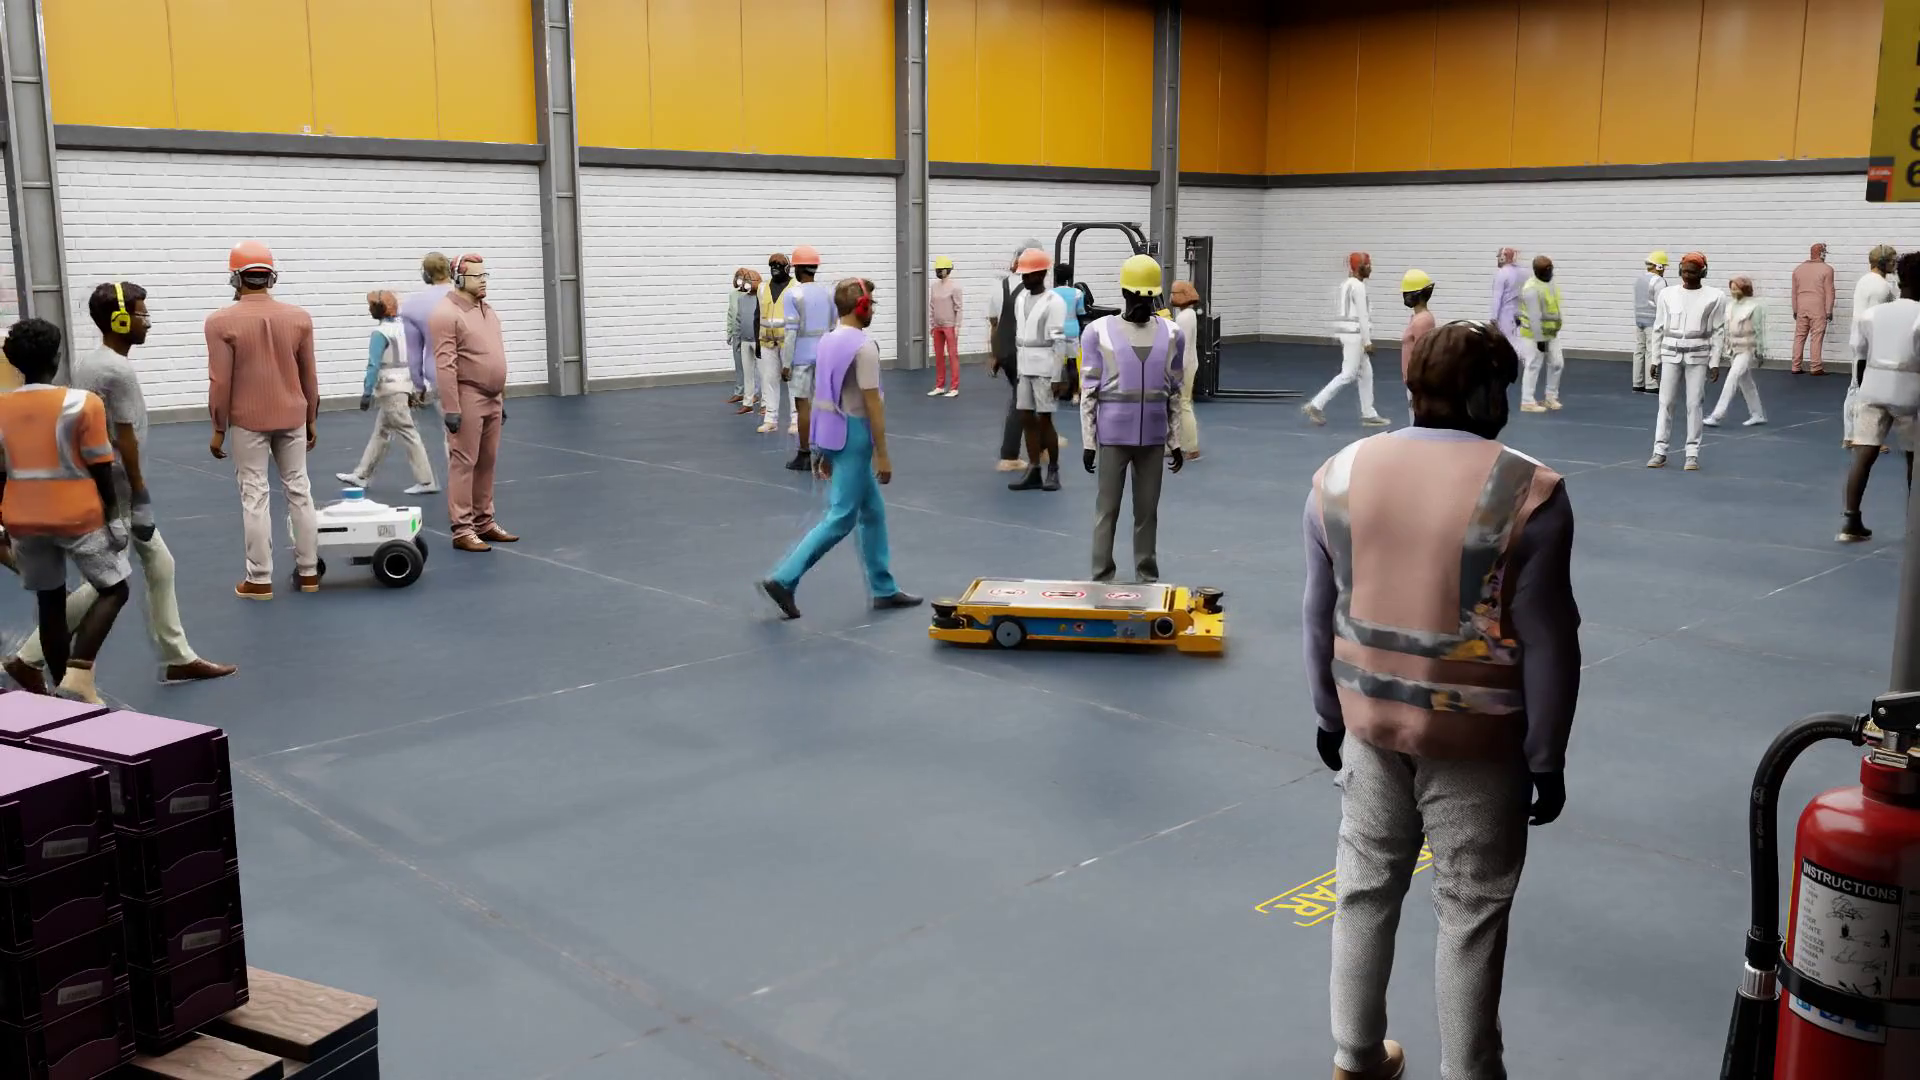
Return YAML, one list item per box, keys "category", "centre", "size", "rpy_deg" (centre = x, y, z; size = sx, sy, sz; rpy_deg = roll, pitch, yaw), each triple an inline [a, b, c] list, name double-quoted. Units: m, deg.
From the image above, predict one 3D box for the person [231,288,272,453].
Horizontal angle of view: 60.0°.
- category: "person"
  centre: [-6.631, -1.667, 15.610]
  size: [0.489, 1.677, 0.955]
  rpy_deg: [-7, 13, -35]

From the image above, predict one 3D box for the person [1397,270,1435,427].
- category: "person"
  centre: [3.467, -1.166, 12.667]
  size: [0.329, 1.763, 0.523]
  rpy_deg: [3, 11, 15]

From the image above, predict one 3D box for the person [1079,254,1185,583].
- category: "person"
  centre: [0.929, -0.554, 8.895]
  size: [0.585, 1.921, 0.373]
  rpy_deg: [-3, 11, -14]

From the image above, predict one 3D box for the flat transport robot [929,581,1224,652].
- category: "flat transport robot"
  centre: [0.602, 0.365, 8.382]
  size: [1.431, 0.197, 0.652]
  rpy_deg: [2, 10, 9]

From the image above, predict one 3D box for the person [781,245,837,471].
- category: "person"
  centre: [-1.319, -1.566, 14.368]
  size: [0.553, 1.934, 0.367]
  rpy_deg: [-9, 14, -40]

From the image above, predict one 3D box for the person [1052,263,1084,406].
- category: "person"
  centre: [1.207, -2.423, 19.715]
  size: [0.567, 1.696, 0.383]
  rpy_deg: [-4, 11, -19]

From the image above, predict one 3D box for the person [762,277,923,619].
- category: "person"
  centre: [-0.642, -0.486, 8.829]
  size: [0.882, 1.809, 0.593]
  rpy_deg: [-5, 11, -24]

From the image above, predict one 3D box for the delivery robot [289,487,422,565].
- category: "delivery robot"
  centre: [-3.512, -0.063, 9.684]
  size: [0.707, 0.478, 0.477]
  rpy_deg: [-3, 11, -13]

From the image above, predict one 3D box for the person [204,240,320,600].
- category: "person"
  centre: [-3.881, -0.663, 9.283]
  size: [0.379, 1.996, 0.610]
  rpy_deg: [10, 14, 43]

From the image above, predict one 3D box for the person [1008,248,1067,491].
- category: "person"
  centre: [0.617, -1.339, 13.181]
  size: [0.456, 1.920, 0.554]
  rpy_deg: [-8, 13, -37]

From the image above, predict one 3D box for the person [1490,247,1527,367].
- category: "person"
  centre: [7.739, -3.176, 23.366]
  size: [0.925, 1.873, 0.657]
  rpy_deg: [9, 14, 40]

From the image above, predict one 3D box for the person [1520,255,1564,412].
- category: "person"
  centre: [6.639, -2.329, 18.940]
  size: [0.713, 1.798, 0.511]
  rpy_deg: [-8, 13, -36]

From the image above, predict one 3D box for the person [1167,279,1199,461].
- category: "person"
  centre: [2.011, -1.526, 14.976]
  size: [0.268, 1.632, 0.506]
  rpy_deg: [2, 11, 12]

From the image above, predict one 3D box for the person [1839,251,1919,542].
- category: "person"
  centre: [6.263, -0.950, 11.070]
  size: [1.011, 1.905, 0.625]
  rpy_deg: [-7, 12, -33]

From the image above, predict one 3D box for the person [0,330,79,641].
- category: "person"
  centre: [-4.611, -0.373, 7.997]
  size: [0.544, 1.895, 0.647]
  rpy_deg: [10, 14, 42]

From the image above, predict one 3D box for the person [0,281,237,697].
- category: "person"
  centre: [-3.745, -0.207, 7.259]
  size: [0.914, 1.833, 0.534]
  rpy_deg: [-8, 13, -36]

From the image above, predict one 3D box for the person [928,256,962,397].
- category: "person"
  centre: [-0.179, -2.673, 20.888]
  size: [0.551, 1.769, 0.366]
  rpy_deg: [10, 14, 43]

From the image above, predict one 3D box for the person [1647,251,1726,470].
- category: "person"
  centre: [6.284, -1.547, 14.412]
  size: [0.573, 1.883, 0.355]
  rpy_deg: [7, 12, 32]

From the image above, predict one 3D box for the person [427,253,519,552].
- category: "person"
  centre: [-3.129, -0.889, 10.758]
  size: [0.409, 1.907, 0.651]
  rpy_deg: [3, 11, 14]

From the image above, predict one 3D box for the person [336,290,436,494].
- category: "person"
  centre: [-4.509, -1.142, 12.963]
  size: [0.844, 1.589, 0.543]
  rpy_deg: [0, 10, 0]

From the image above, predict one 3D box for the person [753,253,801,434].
- category: "person"
  centre: [-1.830, -2.002, 17.002]
  size: [0.633, 1.843, 0.429]
  rpy_deg: [4, 11, 19]

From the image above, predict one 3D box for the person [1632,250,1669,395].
- category: "person"
  centre: [8.795, -2.753, 21.132]
  size: [0.403, 1.831, 0.586]
  rpy_deg: [-2, 11, -11]

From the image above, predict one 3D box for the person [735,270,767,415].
- category: "person"
  centre: [-2.332, -2.227, 18.795]
  size: [0.498, 1.634, 0.279]
  rpy_deg: [6, 12, 29]

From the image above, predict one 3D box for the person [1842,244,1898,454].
- category: "person"
  centre: [8.524, -1.783, 15.547]
  size: [0.373, 1.940, 0.628]
  rpy_deg: [2, 11, 12]

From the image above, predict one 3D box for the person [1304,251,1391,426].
- category: "person"
  centre: [4.120, -2.113, 17.574]
  size: [0.884, 1.860, 0.583]
  rpy_deg: [1, 10, 6]

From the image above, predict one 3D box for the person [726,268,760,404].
- category: "person"
  centre: [-2.607, -2.459, 20.055]
  size: [0.500, 1.636, 0.285]
  rpy_deg: [6, 12, 31]

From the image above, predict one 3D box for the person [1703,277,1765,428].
- category: "person"
  centre: [8.217, -1.977, 17.558]
  size: [0.881, 1.580, 0.527]
  rpy_deg: [-2, 11, -11]

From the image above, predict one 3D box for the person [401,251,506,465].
- category: "person"
  centre: [-3.713, -1.153, 12.210]
  size: [0.714, 1.902, 0.549]
  rpy_deg: [-1, 10, -6]

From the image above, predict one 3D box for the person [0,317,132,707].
- category: "person"
  centre: [-3.744, -0.077, 6.899]
  size: [0.570, 1.688, 0.469]
  rpy_deg: [0, 10, 2]

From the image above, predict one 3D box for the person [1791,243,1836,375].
- category: "person"
  centre: [12.385, -3.340, 24.126]
  size: [0.407, 1.908, 0.641]
  rpy_deg: [-6, 12, -29]

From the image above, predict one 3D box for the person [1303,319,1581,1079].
- category: "person"
  centre: [1.080, 0.430, 3.751]
  size: [0.633, 1.839, 0.429]
  rpy_deg: [10, 14, 42]

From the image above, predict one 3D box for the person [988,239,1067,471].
- category: "person"
  centre: [0.647, -1.645, 14.512]
  size: [1.022, 2.000, 0.703]
  rpy_deg: [-9, 14, -39]

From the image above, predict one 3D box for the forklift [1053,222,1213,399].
- category: "forklift"
  centre: [1.935, -2.847, 20.651]
  size: [2.313, 2.155, 1.214]
  rpy_deg: [2, 11, 13]
